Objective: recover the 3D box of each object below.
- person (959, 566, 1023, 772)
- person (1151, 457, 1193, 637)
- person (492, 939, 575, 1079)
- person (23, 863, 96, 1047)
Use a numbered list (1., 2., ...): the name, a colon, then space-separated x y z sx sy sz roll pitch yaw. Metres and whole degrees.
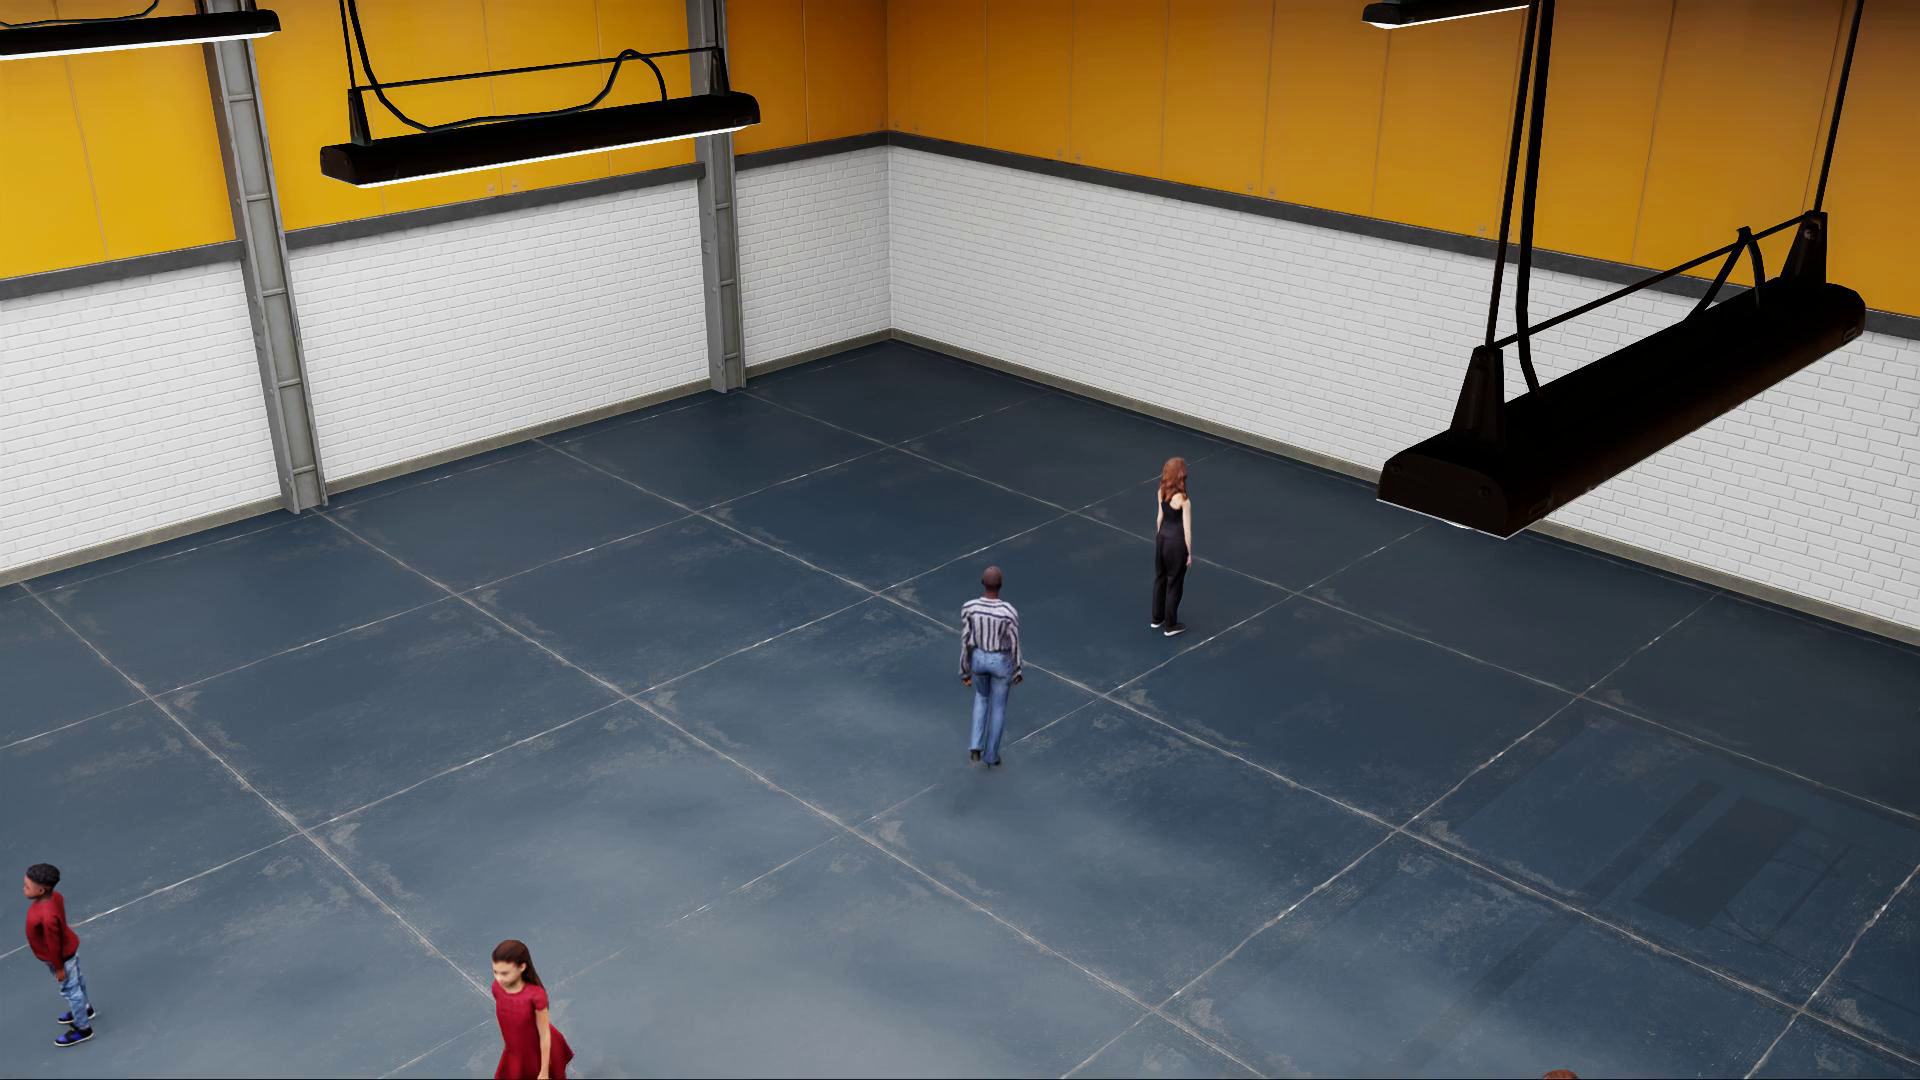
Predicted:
1. person: 0.233 1.080 13.249 0.757 1.783 0.785 8 25 17
2. person: 1.978 0.053 15.644 0.561 1.747 0.605 -18 29 -35
3. person: -2.398 2.876 9.481 0.873 1.510 1.087 6 24 14
4. person: -5.667 2.577 10.485 0.579 1.254 0.570 -9 25 -21
